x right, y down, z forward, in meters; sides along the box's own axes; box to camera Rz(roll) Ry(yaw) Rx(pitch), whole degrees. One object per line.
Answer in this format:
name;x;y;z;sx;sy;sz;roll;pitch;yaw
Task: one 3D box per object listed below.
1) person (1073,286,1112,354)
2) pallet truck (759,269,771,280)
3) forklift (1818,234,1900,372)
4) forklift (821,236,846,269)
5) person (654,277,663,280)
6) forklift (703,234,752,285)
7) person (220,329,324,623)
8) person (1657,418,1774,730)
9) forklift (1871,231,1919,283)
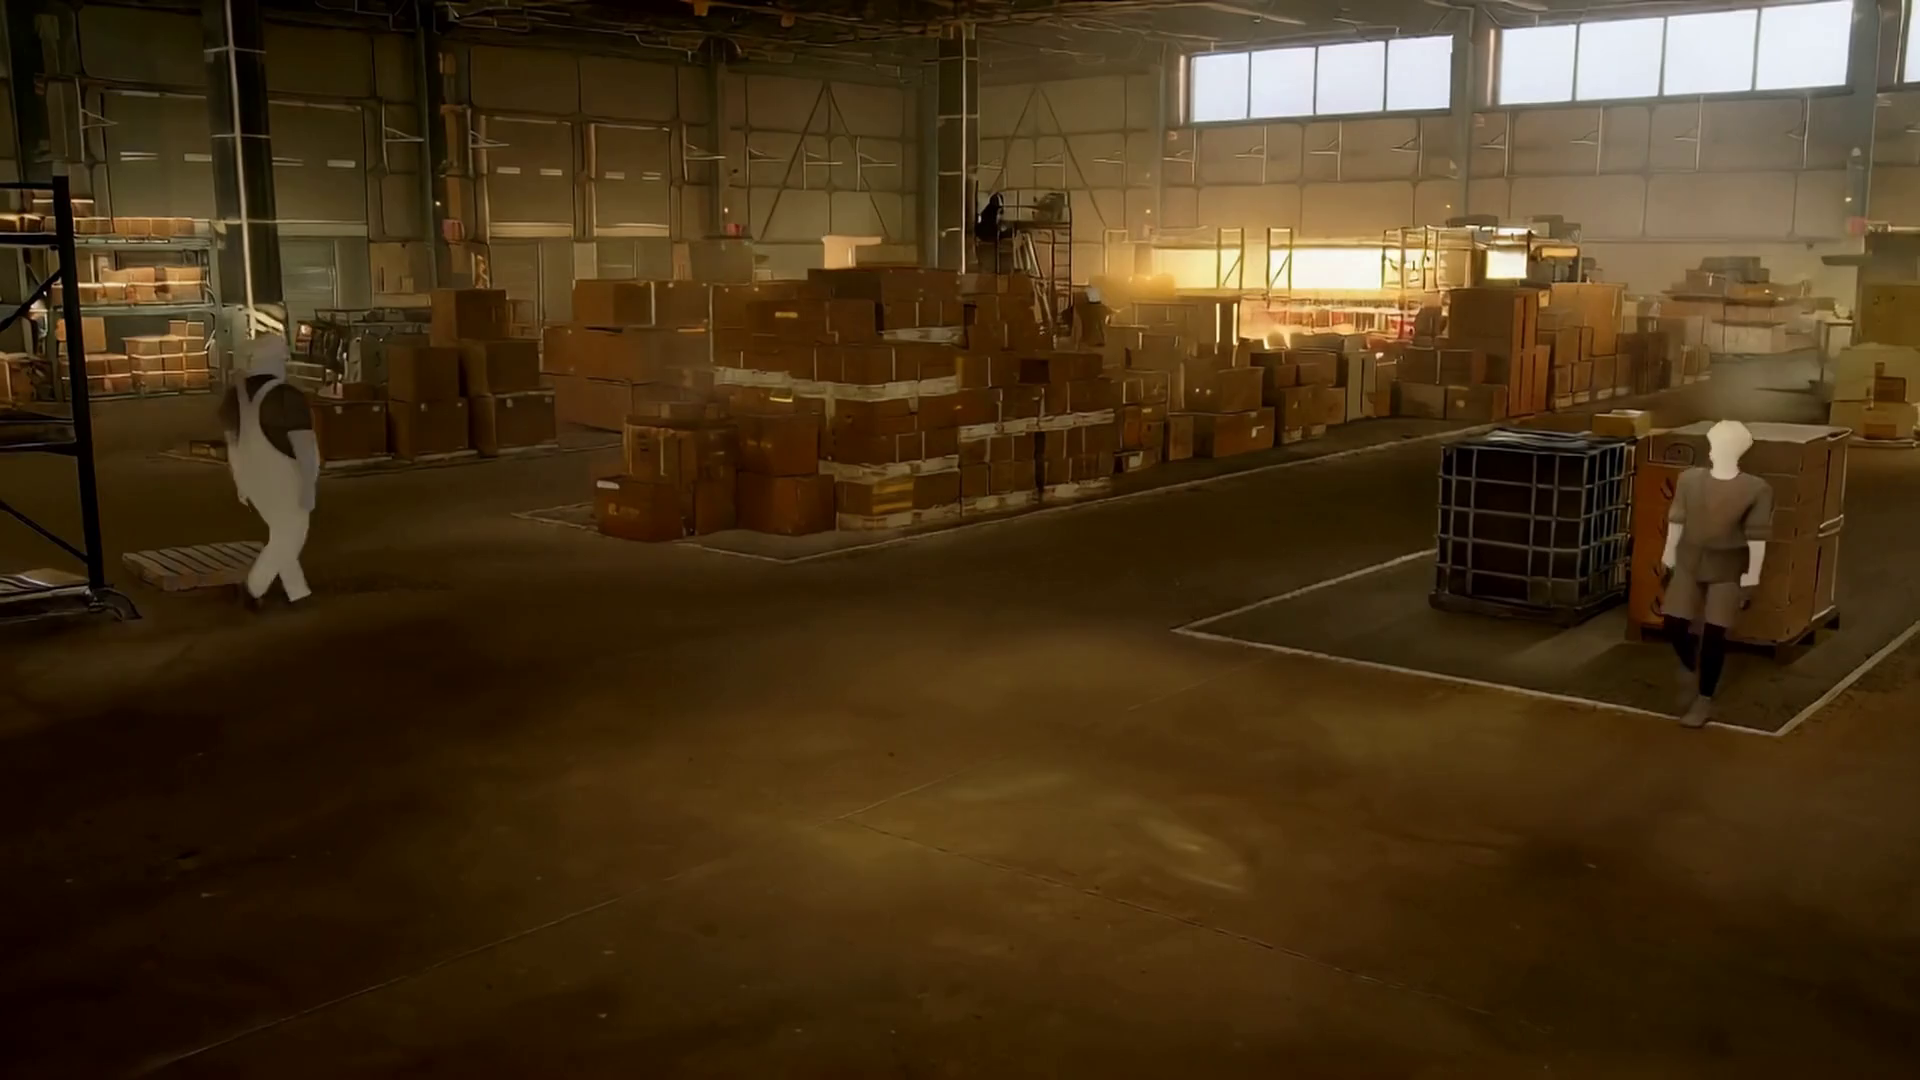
person;2.166;-3.178;27.173;0.635;1.936;0.350;1;10;7
pallet truck;-4.996;-6.432;45.525;1.885;1.965;0.823;-6;12;-32
forklift;18.522;-4.759;33.485;1.873;2.768;1.129;8;13;40
forklift;-2.995;-5.852;39.712;1.873;2.768;1.129;2;10;12
person;-6.506;-4.725;36.012;0.636;1.930;0.371;-4;11;-22
forklift;-4.728;-4.855;34.035;1.129;2.768;1.873;2;10;12
person;-4.744;-0.460;11.399;0.682;2.000;0.882;4;11;21
person;3.970;0.182;8.776;0.456;1.667;0.580;-9;13;-41
forklift;15.772;-3.818;28.131;1.873;2.768;1.129;0;10;0
